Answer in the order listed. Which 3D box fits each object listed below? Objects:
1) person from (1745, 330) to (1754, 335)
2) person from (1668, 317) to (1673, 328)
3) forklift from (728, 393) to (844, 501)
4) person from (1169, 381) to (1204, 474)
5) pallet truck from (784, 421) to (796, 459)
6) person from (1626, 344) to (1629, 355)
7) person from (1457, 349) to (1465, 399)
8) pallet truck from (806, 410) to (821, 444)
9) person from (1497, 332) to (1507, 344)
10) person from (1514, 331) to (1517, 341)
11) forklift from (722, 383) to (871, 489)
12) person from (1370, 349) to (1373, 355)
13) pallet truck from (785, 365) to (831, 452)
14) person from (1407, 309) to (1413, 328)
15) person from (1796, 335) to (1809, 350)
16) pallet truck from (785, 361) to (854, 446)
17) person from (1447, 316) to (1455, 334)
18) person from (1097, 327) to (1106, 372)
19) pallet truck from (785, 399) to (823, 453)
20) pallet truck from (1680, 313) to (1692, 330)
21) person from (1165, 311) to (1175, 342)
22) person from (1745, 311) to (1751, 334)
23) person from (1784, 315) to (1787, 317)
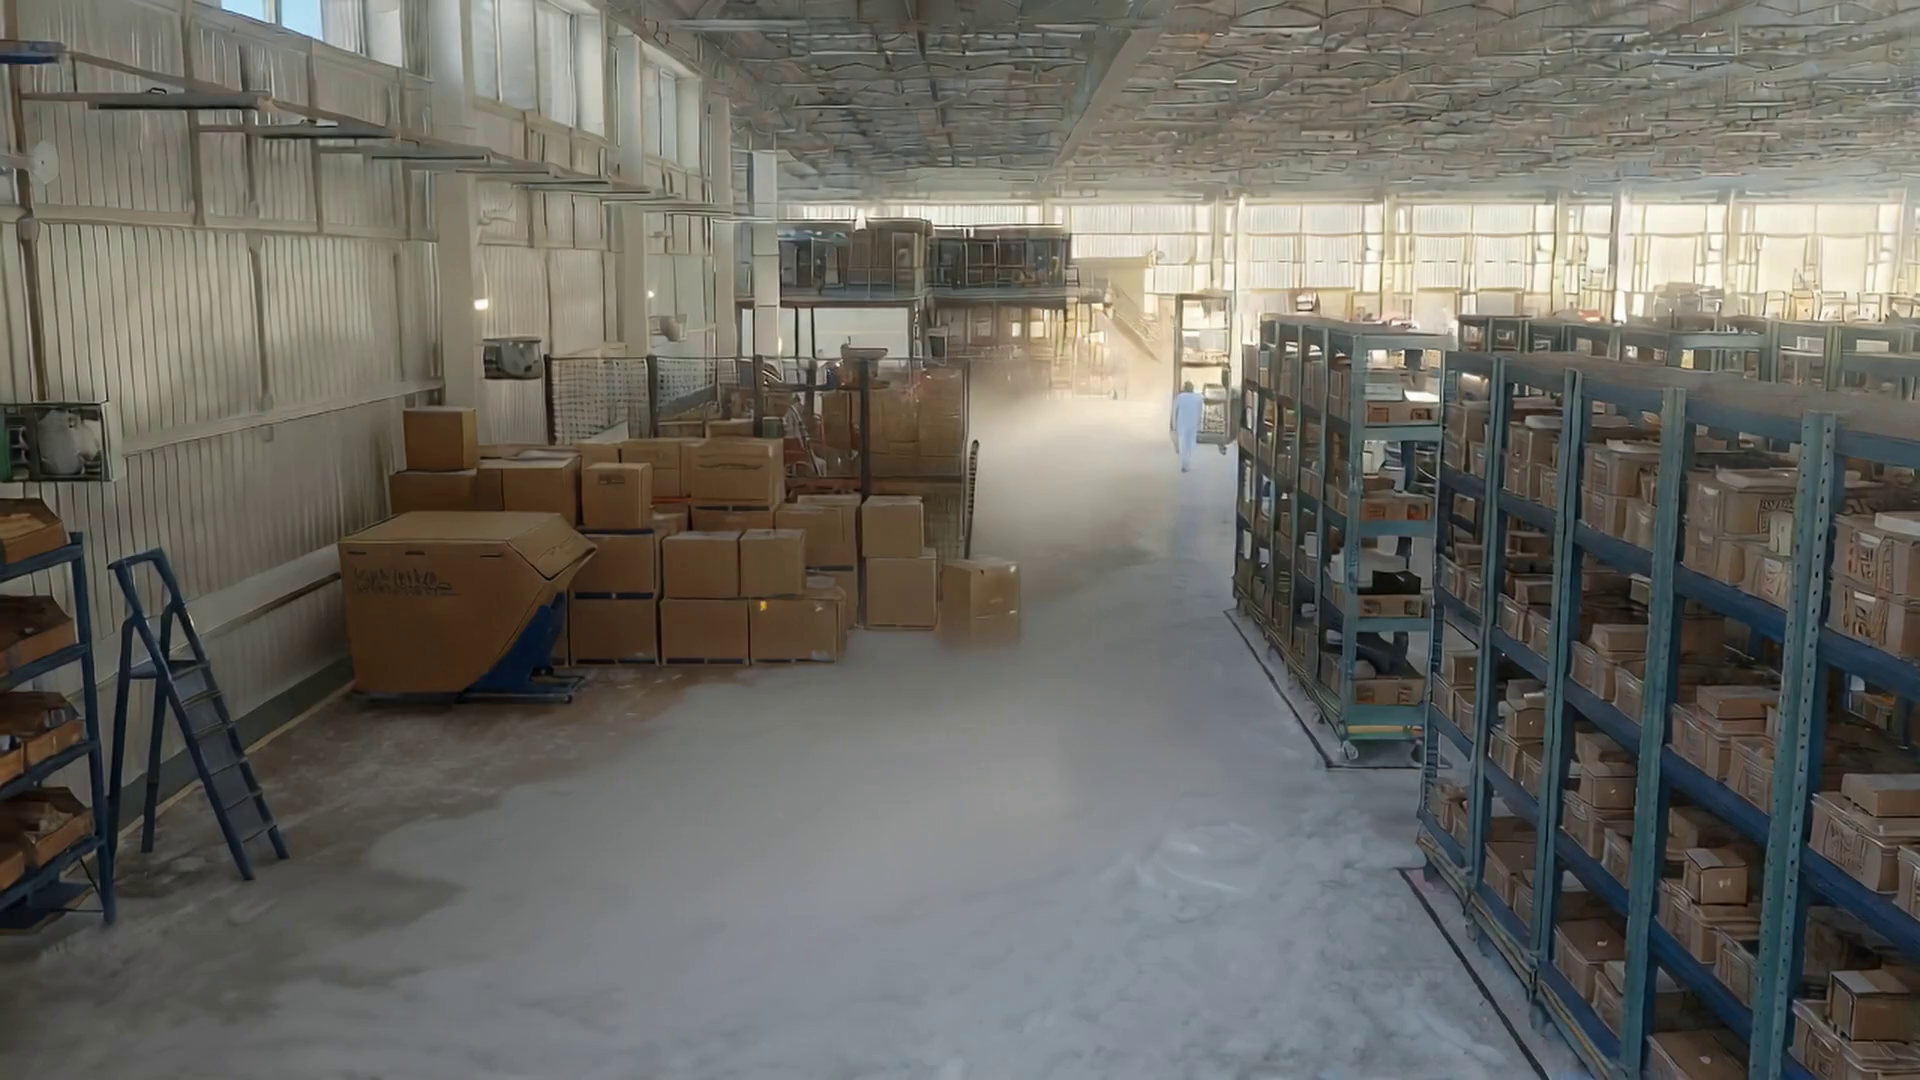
[{"bbox_3d":[31.644,-7.646,66.717,0.617,1.904,0.599,-6,11,-32],"label":"person"},{"bbox_3d":[34.226,-9.772,79.970,0.582,1.863,0.594,5,11,30],"label":"person"},{"bbox_3d":[-2.979,-1.316,26.476,2.680,1.987,1.157,0,9,1],"label":"forklift"},{"bbox_3d":[4.611,-2.311,33.976,0.672,1.853,1.005,-1,9,-5],"label":"person"},{"bbox_3d":[-4.013,-1.793,32.705,1.601,1.201,0.680,0,9,1],"label":"pallet truck"},{"bbox_3d":[24.505,-6.717,61.000,0.947,1.897,0.575,2,9,14],"label":"person"},{"bbox_3d":[13.408,-4.180,45.059,1.000,2.011,0.627,0,9,1],"label":"person"},{"bbox_3d":[-3.559,-2.018,33.905,1.522,1.261,0.704,0,9,-1],"label":"pallet truck"},{"bbox_3d":[20.751,-7.069,63.598,0.313,1.767,0.533,-4,10,-23],"label":"person"},{"bbox_3d":[27.027,-9.854,80.484,0.521,1.864,0.335,-7,11,-36],"label":"person"},{"bbox_3d":[-2.893,-1.687,28.729,2.680,1.987,1.157,0,9,-1],"label":"forklift"},{"bbox_3d":[16.163,-7.305,64.686,0.821,1.891,0.595,-2,9,-11],"label":"person"},{"bbox_3d":[-3.774,-2.976,37.635,1.885,1.965,0.823,1,9,5],"label":"pallet truck"},{"bbox_3d":[25.592,-12.173,94.622,0.398,1.918,0.586,5,11,29],"label":"person"},{"bbox_3d":[33.208,-7.456,65.664,0.516,1.872,0.327,9,13,43],"label":"person"},{"bbox_3d":[-3.410,-3.193,38.978,1.885,1.965,0.823,0,9,-1],"label":"pallet truck"},{"bbox_3d":[23.786,-9.964,81.020,0.908,1.899,0.644,-3,10,-18],"label":"person"},{"bbox_3d":[5.773,-7.780,67.783,0.351,1.837,0.502,-2,9,-11],"label":"person"},{"bbox_3d":[-3.814,-2.432,36.419,1.630,1.274,0.653,0,9,1],"label":"pallet truck"},{"bbox_3d":[36.315,-10.531,84.244,0.823,1.965,1.885,-6,11,-33],"label":"pallet truck"},{"bbox_3d":[12.137,-12.333,95.977,0.950,1.802,0.638,-9,13,-44],"label":"person"},{"bbox_3d":[43.201,-11.653,91.481,0.646,1.880,0.970,1,9,4],"label":"person"},{"bbox_3d":[41.472,-10.300,83.238,0.593,1.872,0.825,-9,13,-43],"label":"person"}]
